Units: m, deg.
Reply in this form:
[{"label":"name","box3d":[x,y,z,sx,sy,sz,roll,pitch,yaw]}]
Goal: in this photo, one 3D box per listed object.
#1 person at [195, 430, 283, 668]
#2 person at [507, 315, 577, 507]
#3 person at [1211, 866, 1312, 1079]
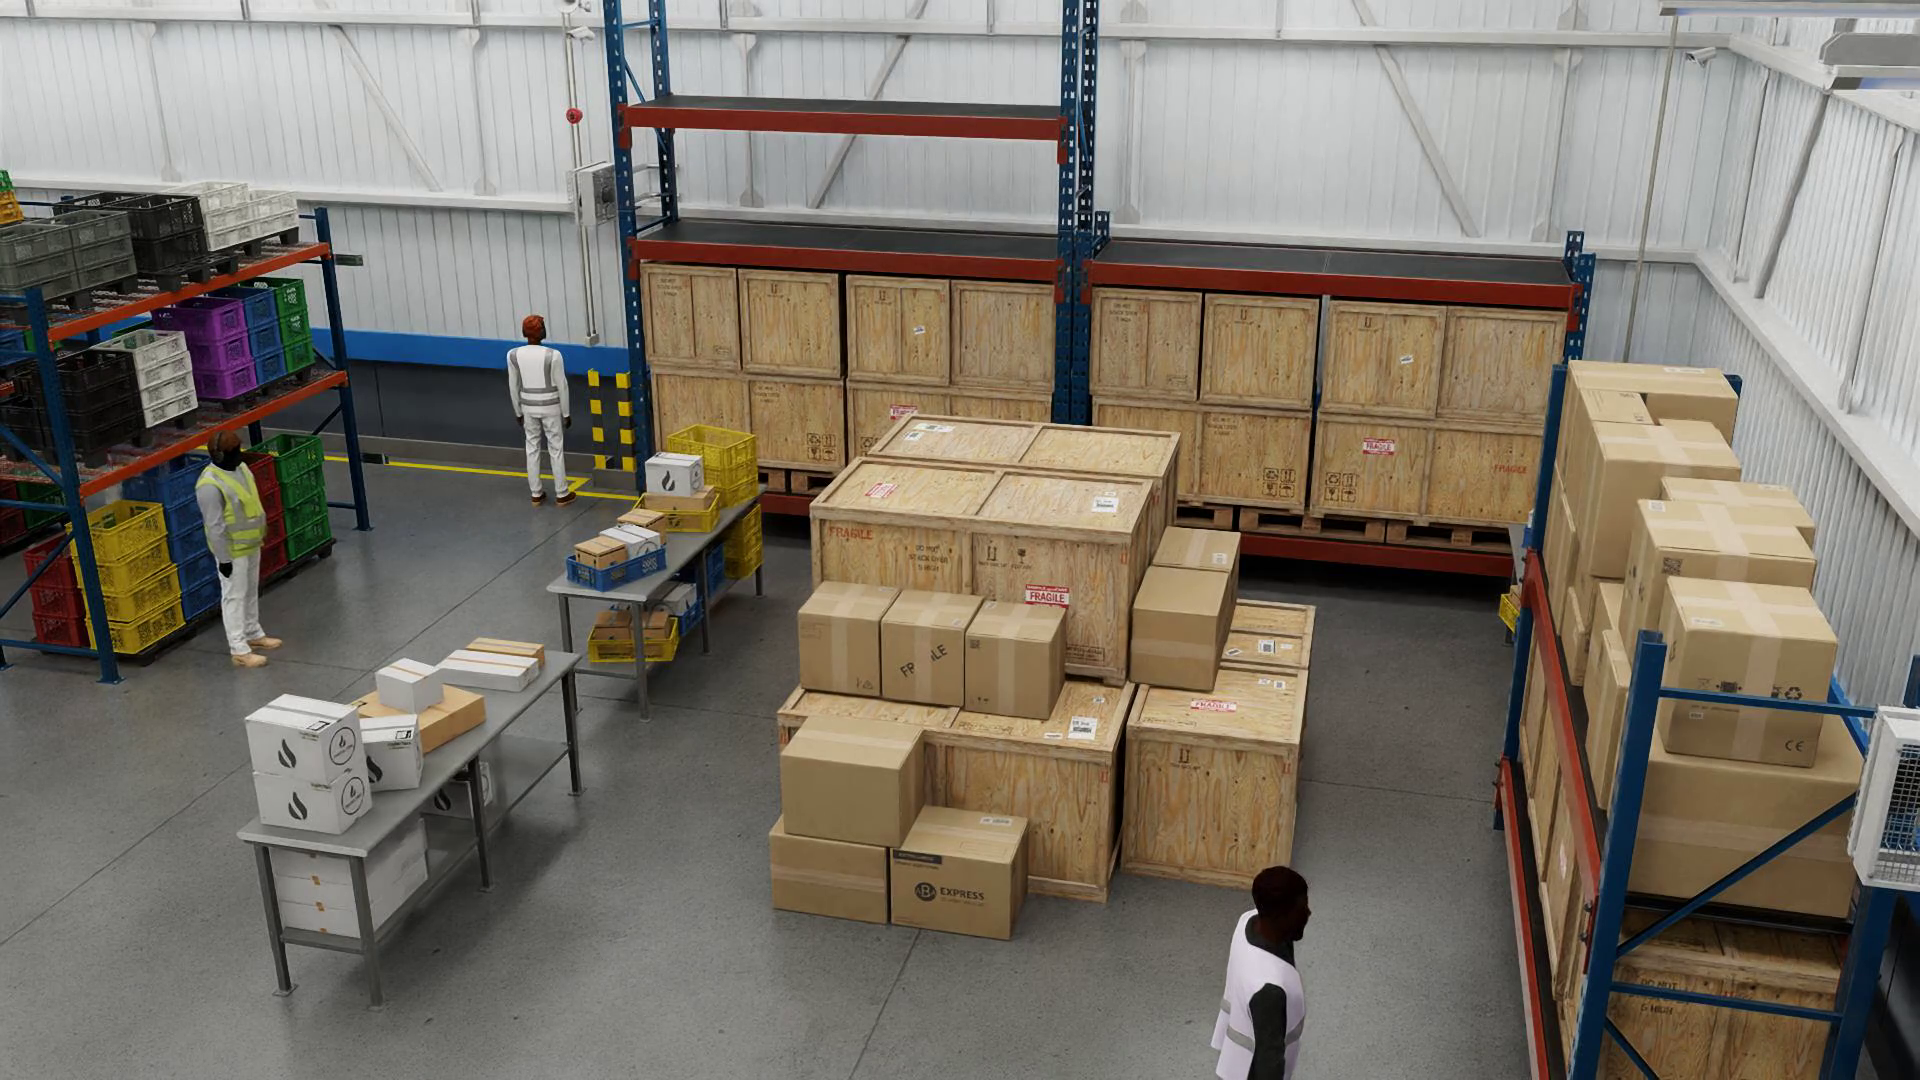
[{"label":"person","box3d":[-5.499,0.047,12.699,0.430,1.843,0.625,0,21,1]},{"label":"person","box3d":[-4.020,-1.236,16.002,0.574,1.882,0.356,3,21,7]},{"label":"person","box3d":[1.251,2.206,6.948,0.392,1.919,0.593,0,21,1]}]
